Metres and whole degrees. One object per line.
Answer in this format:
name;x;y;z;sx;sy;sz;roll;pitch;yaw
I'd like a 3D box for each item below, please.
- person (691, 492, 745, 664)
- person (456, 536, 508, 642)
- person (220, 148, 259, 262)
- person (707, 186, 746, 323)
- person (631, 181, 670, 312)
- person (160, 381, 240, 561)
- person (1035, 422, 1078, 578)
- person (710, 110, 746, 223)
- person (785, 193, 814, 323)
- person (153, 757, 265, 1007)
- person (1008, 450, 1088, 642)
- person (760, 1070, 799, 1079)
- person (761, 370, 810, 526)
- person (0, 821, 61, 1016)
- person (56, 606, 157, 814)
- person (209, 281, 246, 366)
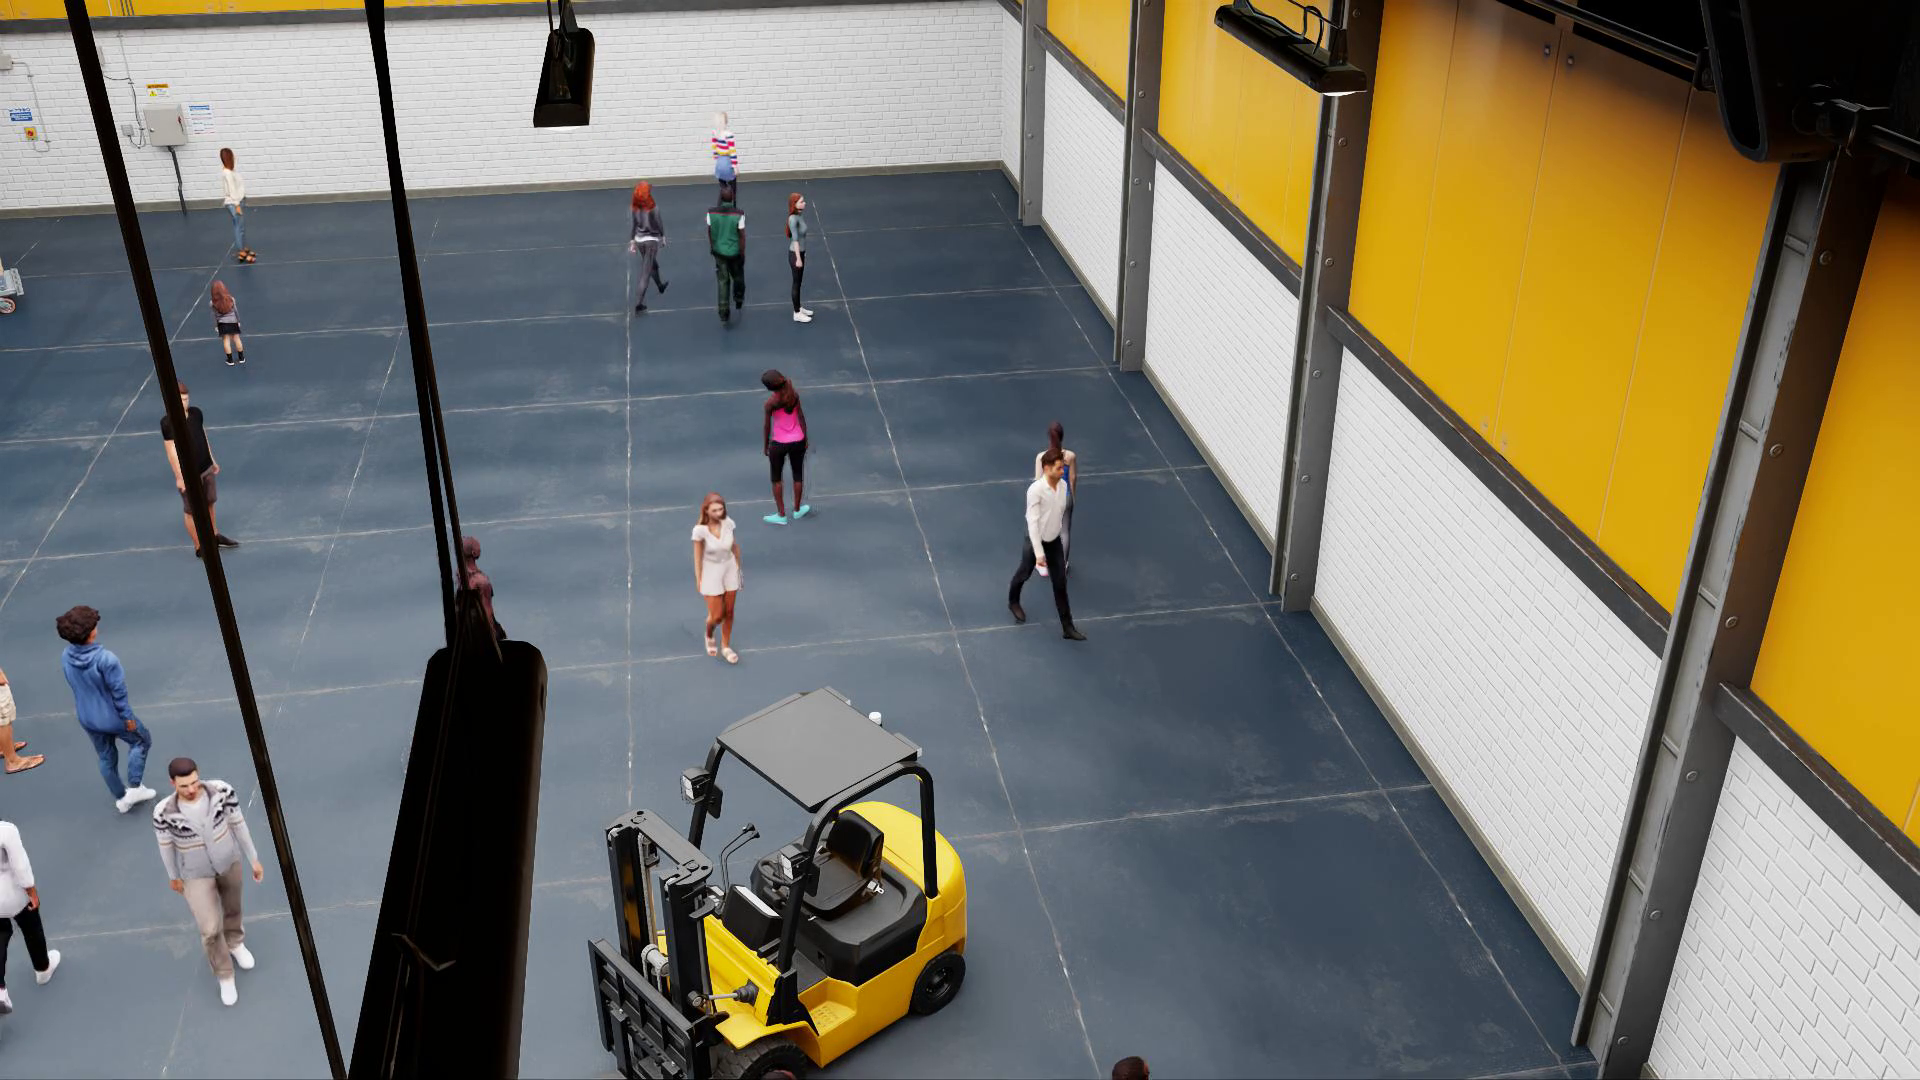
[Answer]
person;-2.184;0.299;14.868;0.687;1.686;0.736;-19;34;-31
person;-4.075;0.793;13.903;1.019;1.741;1.067;20;35;32
person;-10.665;-4.949;24.494;0.687;1.680;0.498;-8;30;-14
person;-3.133;-3.785;22.240;0.846;1.796;1.276;1;29;2
person;-4.279;-3.940;22.611;1.034;1.713;1.259;10;30;18
person;-7.635;-0.718;16.548;0.836;1.860;0.720;11;30;19
person;0.925;-0.396;16.221;0.567;1.609;0.545;-3;29;-6
person;-3.681;-5.814;25.942;0.791;1.812;0.863;23;36;36
person;-2.176;-3.805;22.331;0.686;1.743;0.555;2;29;3
person;-5.111;2.163;11.289;0.930;1.840;1.021;-24;37;-37
person;0.687;0.016;15.254;1.064;1.813;1.337;-19;34;-31
person;-0.977;3.517;8.940;0.683;1.713;0.741;18;33;29
person;-1.753;-0.990;17.215;0.756;1.701;0.670;-4;29;-7
person;-6.380;2.350;10.991;0.646;1.797;0.964;-3;29;-6
person;-6.627;1.364;12.799;0.782;1.797;0.763;6;29;11
person;-9.304;-2.770;21.100;0.534;1.106;0.550;-18;34;-30
